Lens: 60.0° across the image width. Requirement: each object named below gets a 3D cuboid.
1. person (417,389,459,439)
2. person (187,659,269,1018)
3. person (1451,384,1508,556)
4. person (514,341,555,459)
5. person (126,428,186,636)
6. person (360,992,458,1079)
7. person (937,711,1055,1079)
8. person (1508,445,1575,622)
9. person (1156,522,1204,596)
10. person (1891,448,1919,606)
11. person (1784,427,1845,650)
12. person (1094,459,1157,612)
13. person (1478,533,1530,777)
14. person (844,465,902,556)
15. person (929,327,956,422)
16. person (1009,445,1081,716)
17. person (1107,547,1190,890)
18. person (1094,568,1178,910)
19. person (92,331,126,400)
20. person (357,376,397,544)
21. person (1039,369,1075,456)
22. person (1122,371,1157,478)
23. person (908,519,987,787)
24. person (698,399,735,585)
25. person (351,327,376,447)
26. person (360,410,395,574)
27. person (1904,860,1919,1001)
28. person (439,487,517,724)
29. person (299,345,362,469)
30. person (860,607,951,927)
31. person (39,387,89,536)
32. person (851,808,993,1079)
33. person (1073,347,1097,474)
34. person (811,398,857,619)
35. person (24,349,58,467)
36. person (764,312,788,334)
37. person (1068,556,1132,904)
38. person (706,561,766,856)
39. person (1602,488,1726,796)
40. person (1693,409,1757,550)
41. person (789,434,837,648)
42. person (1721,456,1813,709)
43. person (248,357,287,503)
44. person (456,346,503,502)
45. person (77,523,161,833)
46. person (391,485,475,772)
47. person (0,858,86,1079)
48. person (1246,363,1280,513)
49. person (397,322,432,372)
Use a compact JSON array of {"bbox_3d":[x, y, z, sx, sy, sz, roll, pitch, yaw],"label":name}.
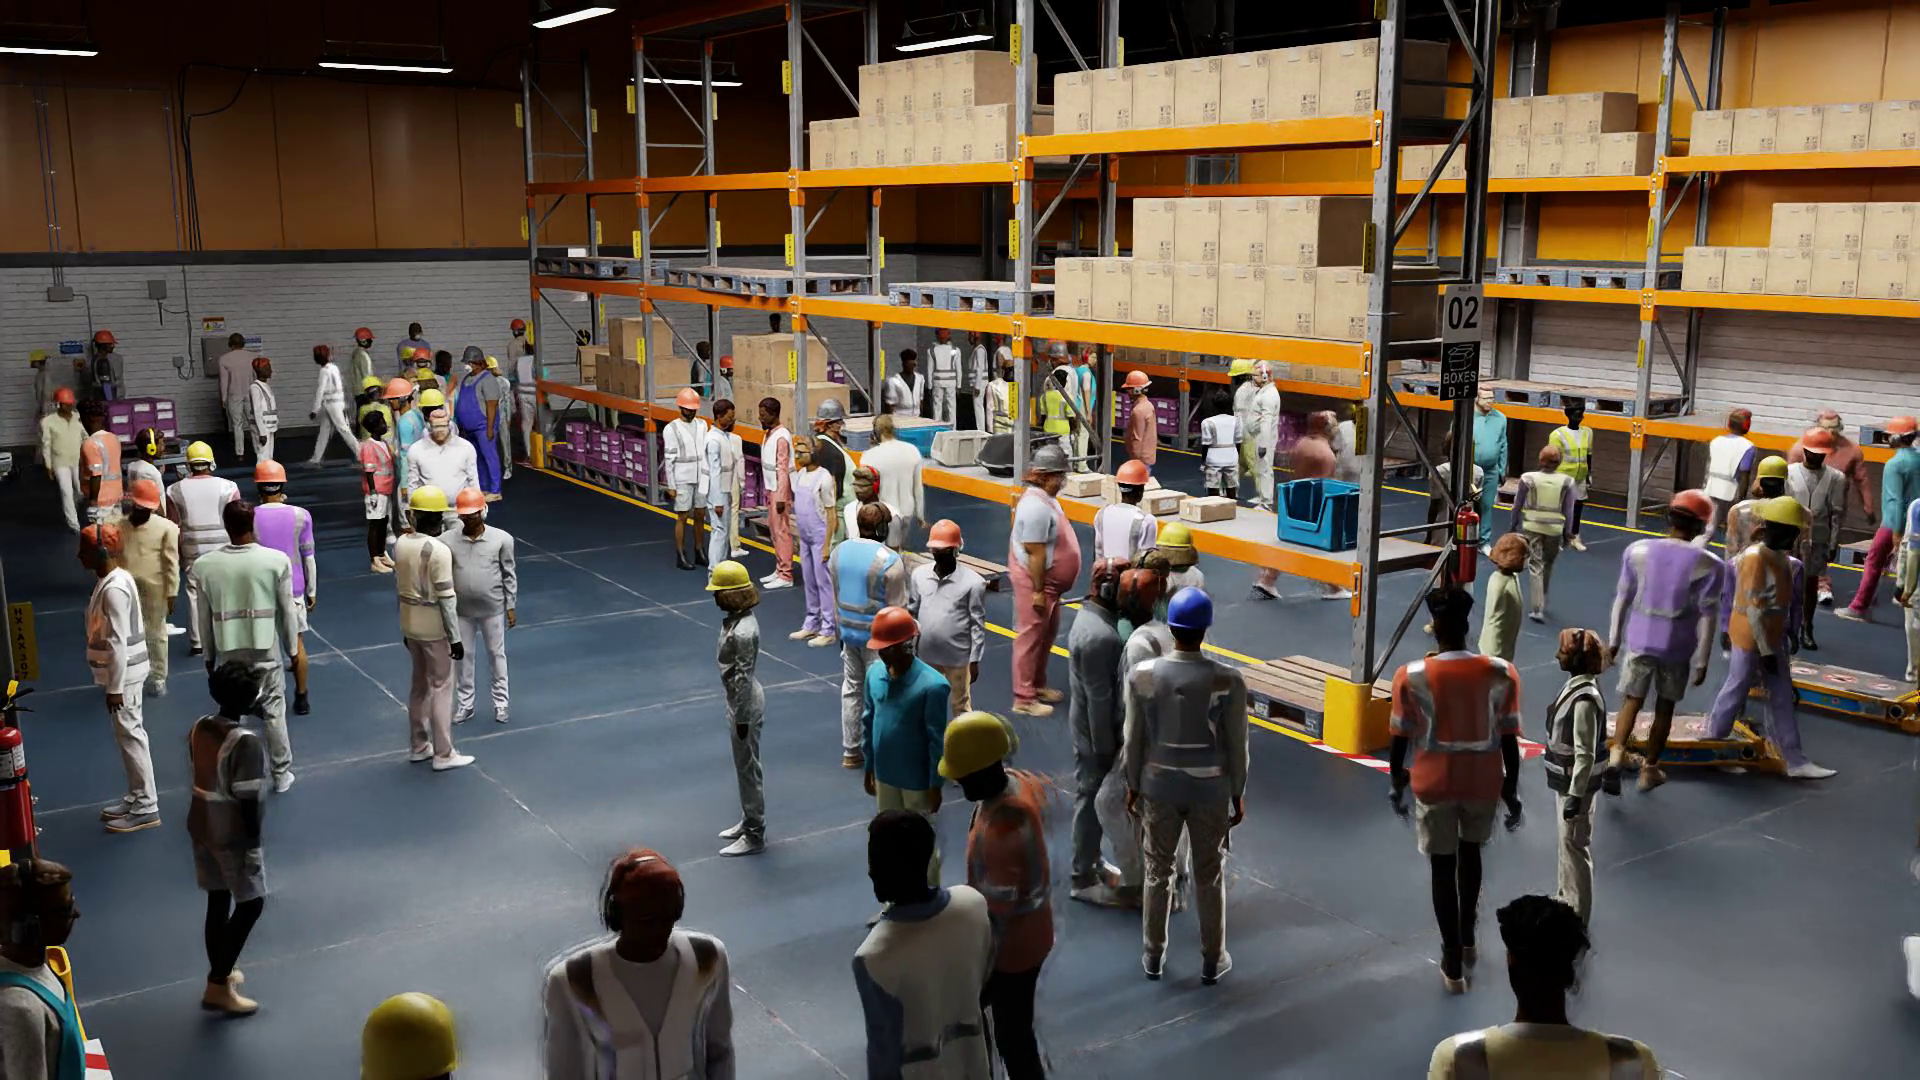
[{"bbox_3d":[-5.401,-0.607,17.244,0.368,1.929,0.585,2,11,10],"label":"person"},{"bbox_3d":[-3.432,1.374,7.748,0.641,1.685,0.379,9,14,37],"label":"person"},{"bbox_3d":[5.632,-0.743,18.026,0.647,1.900,0.400,-2,11,-11],"label":"person"},{"bbox_3d":[-6.447,-2.170,25.505,0.651,1.820,0.732,5,12,25],"label":"person"},{"bbox_3d":[-7.105,-0.061,14.656,0.526,1.856,0.343,9,14,37],"label":"person"},{"bbox_3d":[-1.263,1.996,3.948,0.610,1.920,0.400,-3,12,-16],"label":"person"},{"bbox_3d":[0.094,1.541,6.396,0.685,1.876,0.648,0,11,2],"label":"person"},{"bbox_3d":[5.380,-0.085,15.421,0.523,1.592,0.872,1,11,6],"label":"person"},{"bbox_3d":[1.398,0.741,10.828,0.307,1.742,0.490,7,13,33],"label":"person"},{"bbox_3d":[9.125,-0.259,15.692,0.506,1.841,0.346,0,11,-2],"label":"person"},{"bbox_3d":[7.227,-0.012,14.219,0.549,1.926,0.388,4,12,18],"label":"person"},{"bbox_3d":[1.239,0.367,12.263,0.546,1.929,0.387,10,15,42],"label":"person"},{"bbox_3d":[3.611,0.748,11.090,0.287,1.630,0.512,6,13,28],"label":"person"},{"bbox_3d":[-0.649,0.329,12.704,0.562,1.835,0.394,11,15,44],"label":"person"},{"bbox_3d":[-0.294,-2.738,28.224,0.540,1.898,0.643,11,15,43],"label":"person"},{"bbox_3d":[0.634,0.279,12.423,0.536,2.000,0.686,1,11,6],"label":"person"},{"bbox_3d":[1.055,0.995,9.052,0.629,1.931,0.378,-10,15,-43],"label":"person"},{"bbox_3d":[0.932,1.065,8.840,0.566,1.860,0.582,5,12,23],"label":"person"},{"bbox_3d":[-13.123,-2.252,25.657,0.434,1.938,0.613,2,11,11],"label":"person"},{"bbox_3d":[-6.575,-0.901,18.884,0.733,1.887,0.346,11,15,43],"label":"person"},{"bbox_3d":[1.294,-1.403,21.915,0.540,1.695,0.317,9,14,38],"label":"person"},{"bbox_3d":[1.992,-0.898,18.601,0.408,1.987,0.613,3,11,15],"label":"person"},{"bbox_3d":[-0.105,0.726,10.860,0.560,1.756,0.318,5,12,25],"label":"person"},{"bbox_3d":[-2.391,-0.455,16.529,0.399,1.906,0.603,0,11,1],"label":"person"},{"bbox_3d":[-9.164,-2.280,25.636,0.393,1.995,0.612,-7,13,-33],"label":"person"},{"bbox_3d":[-6.037,-0.504,17.303,0.316,1.700,0.541,0,11,-1],"label":"person"},{"bbox_3d":[4.494,1.361,7.389,0.537,1.843,0.661,-1,11,-4],"label":"person"},{"bbox_3d":[-3.527,0.477,12.146,0.572,1.750,0.330,-1,11,-6],"label":"person"},{"bbox_3d":[-9.167,-1.931,24.299,1.003,1.839,0.599,-2,11,-8],"label":"person"},{"bbox_3d":[-0.306,1.189,8.549,0.577,1.737,0.355,10,15,41],"label":"person"},{"bbox_3d":[-10.426,-0.934,19.410,0.573,1.734,0.573,9,14,38],"label":"person"},{"bbox_3d":[-0.111,1.756,5.346,0.596,1.864,1.043,-11,15,-43],"label":"person"},{"bbox_3d":[1.761,-1.838,23.775,0.391,1.838,0.566,-1,11,-7],"label":"person"},{"bbox_3d":[-1.159,-0.301,15.392,0.536,2.000,0.673,-2,11,-9],"label":"person"},{"bbox_3d":[-13.514,-1.920,24.425,0.546,1.740,0.706,11,15,44],"label":"person"},{"bbox_3d":[-3.352,-3.241,30.711,0.607,1.940,0.876,5,12,24],"label":"person"},{"bbox_3d":[0.785,1.019,9.017,0.395,1.898,0.658,1,11,7],"label":"person"},{"bbox_3d":[-1.300,0.969,9.683,0.321,1.737,0.483,-2,11,-11],"label":"person"},{"bbox_3d":[4.406,0.684,10.479,0.668,2.001,0.775,8,14,35],"label":"person"},{"bbox_3d":[7.693,-0.418,16.656,1.027,1.795,0.581,-4,12,-20],"label":"person"},{"bbox_3d":[-1.257,0.005,14.331,0.344,1.845,0.506,-8,13,-35],"label":"person"},{"bbox_3d":[6.026,0.326,12.481,0.593,1.922,0.384,3,11,14],"label":"person"},{"bbox_3d":[-8.974,-1.415,21.500,0.356,1.883,0.573,-2,11,-12],"label":"person"},{"bbox_3d":[-6.279,-1.520,21.631,0.536,2.000,0.684,-11,15,-43],"label":"person"},{"bbox_3d":[-5.095,0.825,10.072,0.348,1.878,0.579,-6,12,-27],"label":"person"},{"bbox_3d":[-3.554,0.586,11.178,0.597,1.915,0.401,10,15,40],"label":"person"},{"bbox_3d":[-2.746,1.840,4.977,0.341,1.839,0.501,-6,13,-28],"label":"person"},{"bbox_3d":[3.723,-1.227,20.502,0.399,1.900,0.644,1,11,7],"label":"person"},{"bbox_3d":[-9.056,-2.662,27.744,0.372,1.939,0.631,7,13,34],"label":"person"}]
